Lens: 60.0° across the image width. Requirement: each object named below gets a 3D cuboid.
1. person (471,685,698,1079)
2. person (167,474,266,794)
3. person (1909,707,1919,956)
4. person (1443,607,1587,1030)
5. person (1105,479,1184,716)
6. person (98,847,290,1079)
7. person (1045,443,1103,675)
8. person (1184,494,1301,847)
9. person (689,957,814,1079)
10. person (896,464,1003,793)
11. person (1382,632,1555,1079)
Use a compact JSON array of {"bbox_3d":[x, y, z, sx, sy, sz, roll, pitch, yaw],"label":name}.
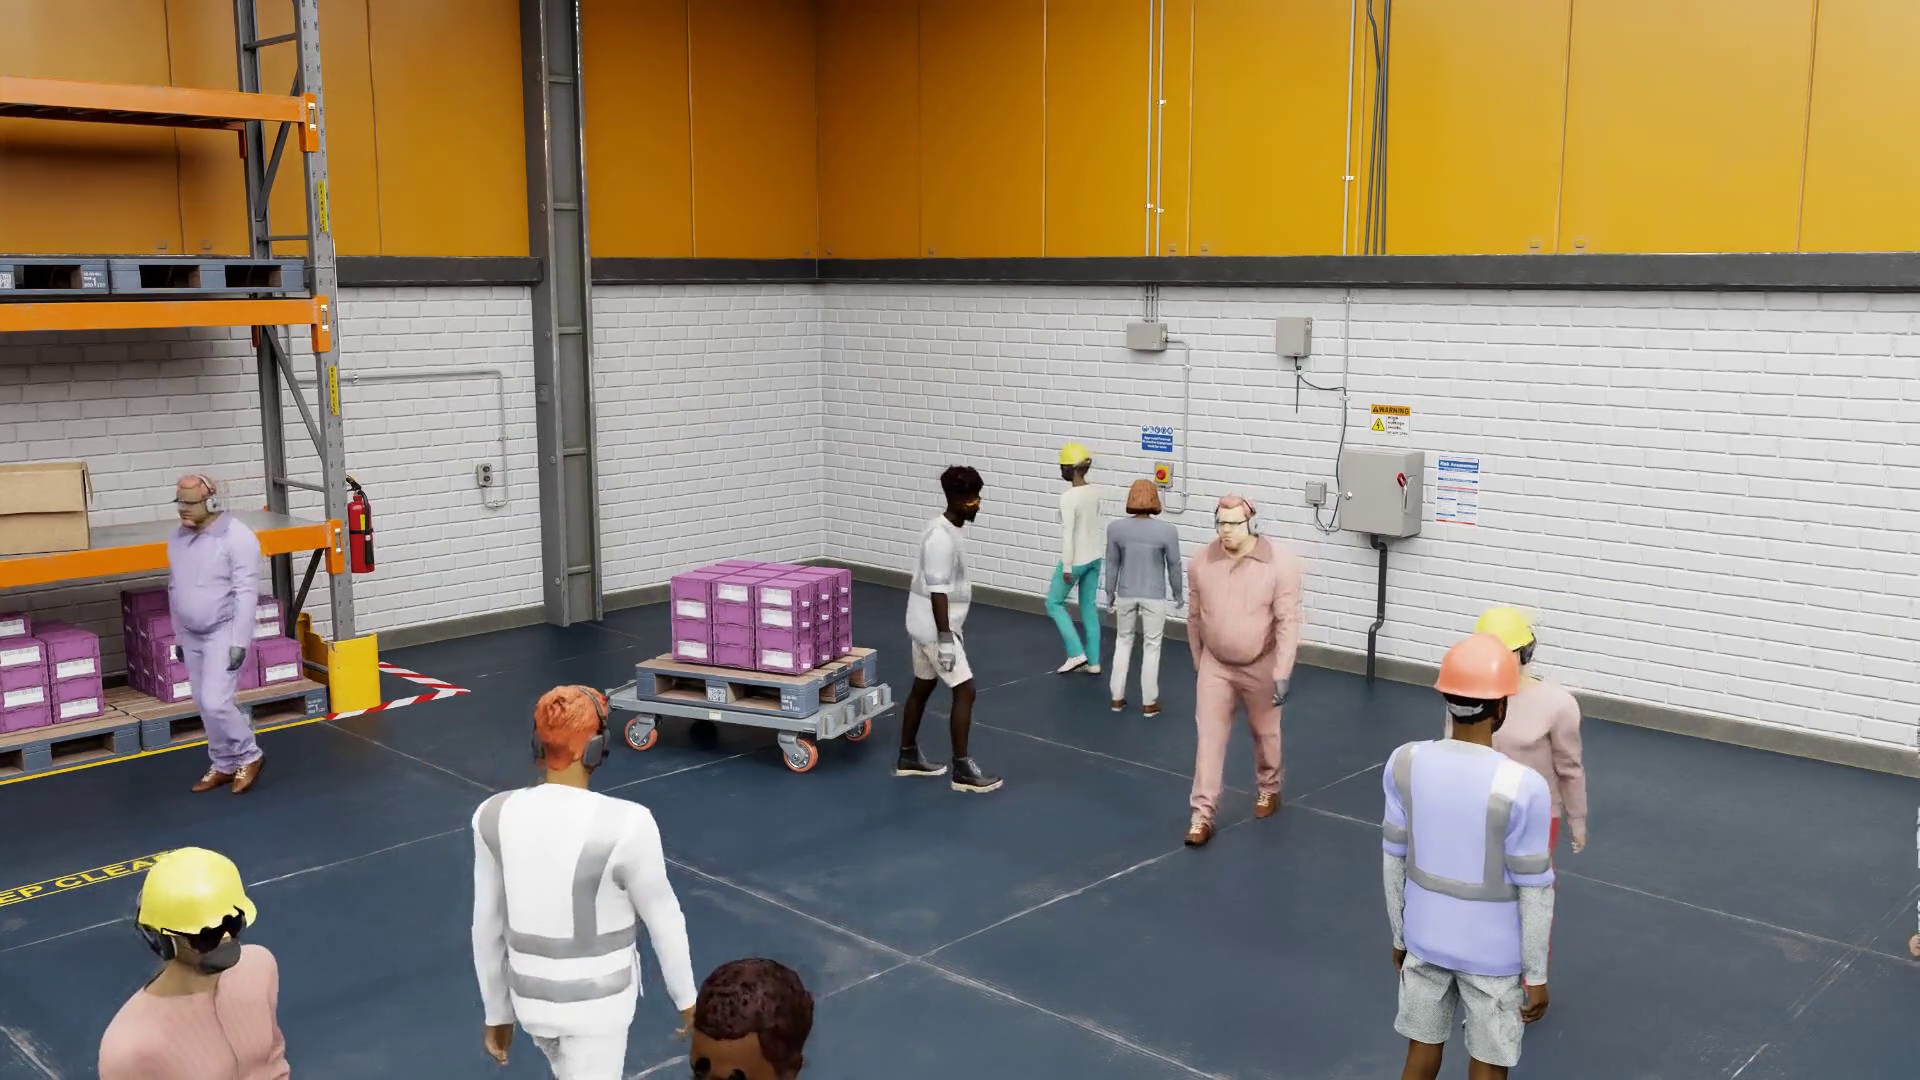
[{"bbox_3d":[-1.046,1.322,4.864,0.586,1.854,0.798,4,10,25],"label":"person"},{"bbox_3d":[-4.277,0.552,9.524,0.660,1.884,0.476,4,10,25],"label":"person"},{"bbox_3d":[4.390,0.978,7.104,0.631,1.824,0.570,3,10,17],"label":"person"},{"bbox_3d":[2.221,1.099,6.687,0.555,1.712,0.932,7,12,37],"label":"person"},{"bbox_3d":[1.245,0.393,11.290,0.518,1.632,0.348,4,10,22],"label":"person"},{"bbox_3d":[-1.734,1.540,3.869,0.378,1.749,0.542,3,10,19],"label":"person"},{"bbox_3d":[0.875,0.155,12.382,0.411,1.754,0.534,7,12,38],"label":"person"},{"bbox_3d":[1.516,0.665,8.943,0.643,1.857,0.992,4,10,23],"label":"person"},{"bbox_3d":[-0.296,1.609,3.013,0.603,1.896,0.729,7,12,38],"label":"person"},{"bbox_3d":[-0.055,0.513,9.682,0.708,1.917,0.631,0,9,1],"label":"person"},{"bbox_3d":[1.565,1.240,5.134,0.544,1.939,0.353,9,13,43],"label":"person"}]
